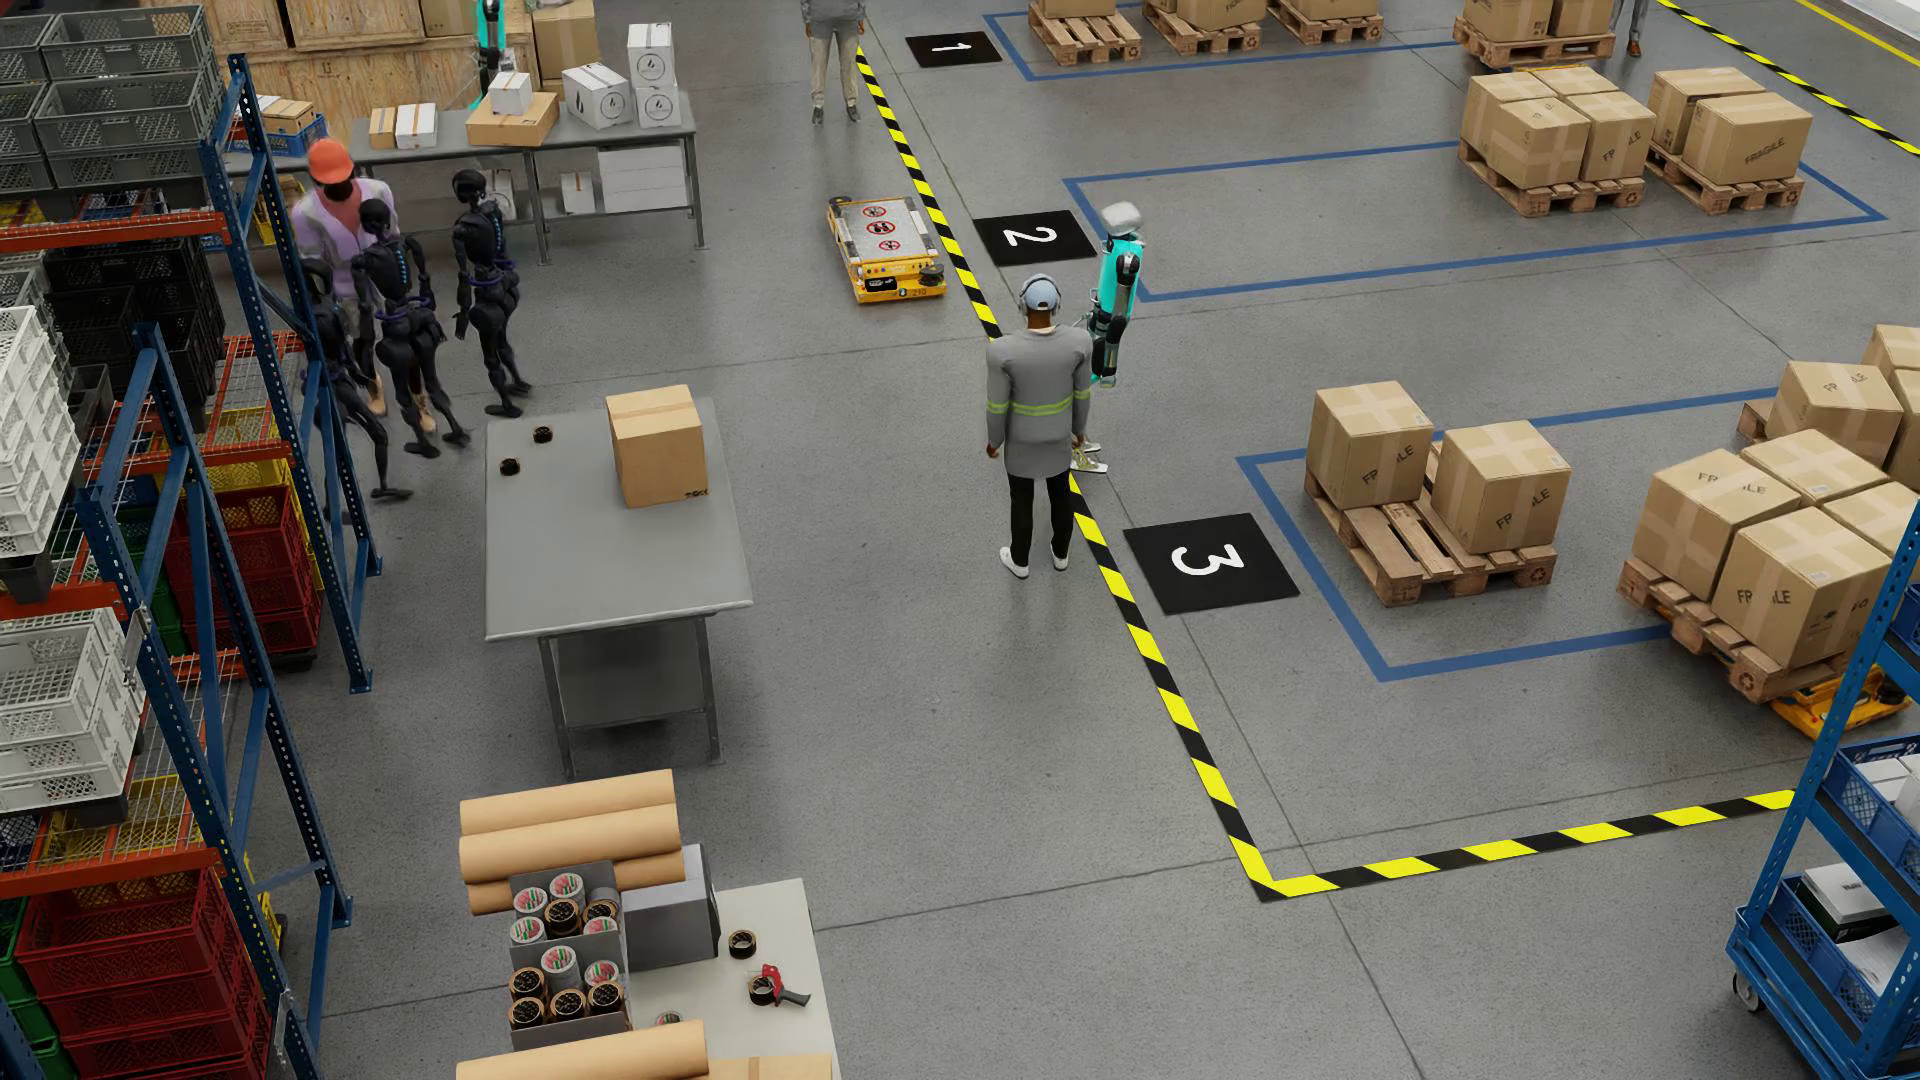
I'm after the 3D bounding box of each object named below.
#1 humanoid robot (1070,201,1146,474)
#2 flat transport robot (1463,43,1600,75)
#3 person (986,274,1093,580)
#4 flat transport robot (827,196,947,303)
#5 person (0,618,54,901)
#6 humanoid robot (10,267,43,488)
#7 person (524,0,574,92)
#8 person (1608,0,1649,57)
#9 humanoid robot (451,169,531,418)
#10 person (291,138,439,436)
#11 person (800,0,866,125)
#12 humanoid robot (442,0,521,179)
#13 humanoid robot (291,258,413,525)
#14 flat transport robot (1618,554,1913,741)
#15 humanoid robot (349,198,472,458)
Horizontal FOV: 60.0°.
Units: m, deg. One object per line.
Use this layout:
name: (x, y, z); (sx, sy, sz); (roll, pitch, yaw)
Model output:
humanoid robot: (0.682, -1.174, 9.785); (0.735, 1.681, 0.533); (-1, 37, -1)
flat transport robot: (5.341, -4.489, 15.563); (0.652, 0.197, 1.431); (-8, 37, -10)
person: (0.414, -0.610, 9.047); (0.589, 1.852, 0.397); (-8, 37, -10)
flat transport robot: (-0.570, -2.220, 12.538); (0.659, 0.231, 1.431); (-8, 37, -10)
person: (-4.191, 0.818, 7.148); (0.618, 1.835, 0.431); (-22, 42, -27)
humanoid robot: (-5.446, -1.043, 9.796); (0.716, 1.627, 0.607); (-24, 43, -29)
person: (-3.460, -4.529, 14.245); (0.412, 1.939, 0.602); (22, 42, 27)
person: (6.400, -5.480, 15.566); (0.586, 1.885, 0.362); (6, 37, 9)
humanoid robot: (-2.975, -1.536, 10.436); (0.342, 1.653, 0.589); (9, 37, 11)
person: (-3.662, -1.547, 10.199); (0.619, 1.989, 0.842); (-19, 40, -23)
person: (-1.081, -4.457, 14.290); (0.564, 1.763, 0.403); (-6, 37, -8)
humanoid robot: (-3.893, -3.617, 13.215); (0.766, 1.810, 0.538); (-10, 38, -13)
humanoid robot: (-3.580, -0.874, 9.552); (0.541, 1.637, 0.596); (-3, 37, -4)
flat transport robot: (4.289, 0.474, 8.893); (0.652, 0.197, 1.431); (-15, 39, -19)
humanoid robot: (-3.352, -1.255, 10.074); (0.471, 1.634, 0.609); (19, 41, 24)
